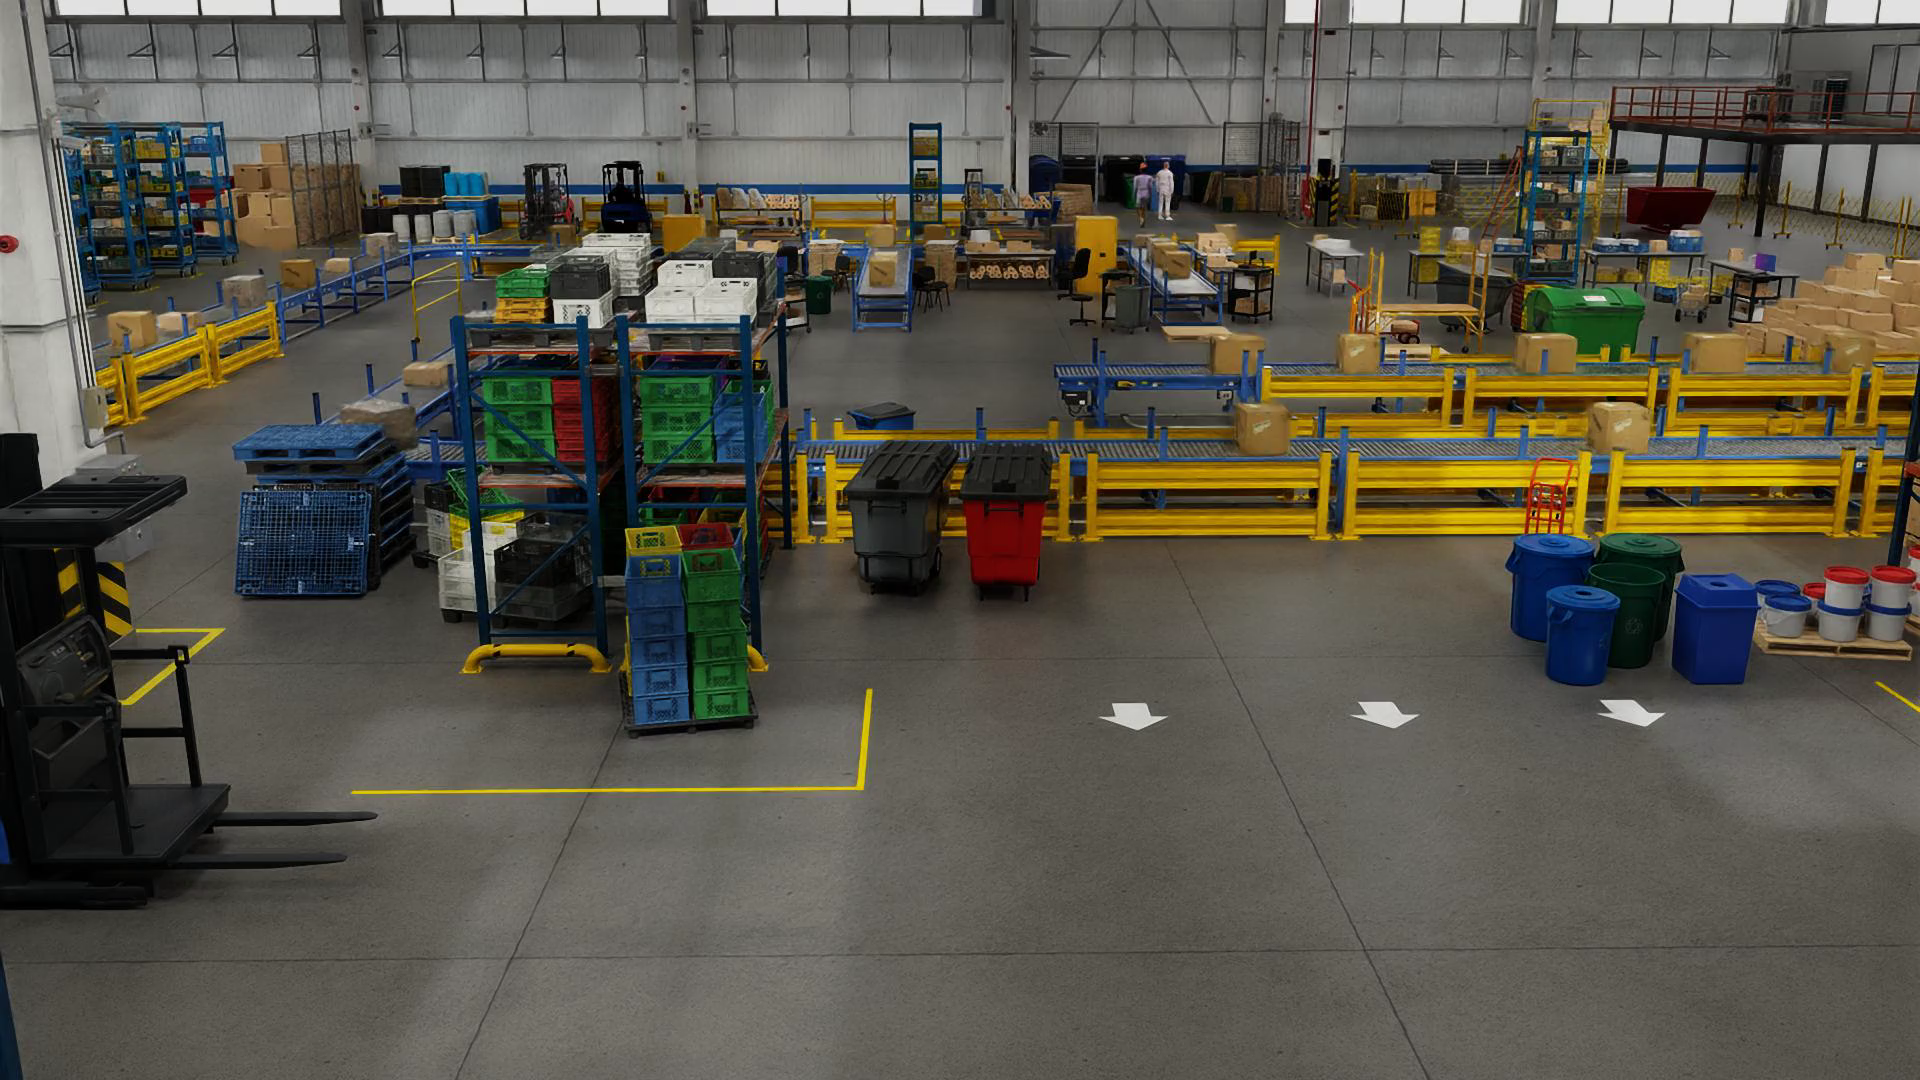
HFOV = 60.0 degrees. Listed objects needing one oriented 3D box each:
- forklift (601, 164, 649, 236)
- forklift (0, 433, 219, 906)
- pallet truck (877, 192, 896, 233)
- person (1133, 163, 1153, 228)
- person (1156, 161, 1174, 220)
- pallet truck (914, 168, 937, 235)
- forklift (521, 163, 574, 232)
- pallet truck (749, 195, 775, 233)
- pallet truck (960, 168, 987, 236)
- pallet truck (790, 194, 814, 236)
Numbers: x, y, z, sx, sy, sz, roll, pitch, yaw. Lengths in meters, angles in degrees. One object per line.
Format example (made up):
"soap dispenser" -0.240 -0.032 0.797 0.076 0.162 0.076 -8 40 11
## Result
"forklift" -9.948 -10.127 49.296 1.157 1.987 2.680 -1 16 -3
"forklift" -5.952 0.780 10.366 1.873 2.768 1.129 0 16 -1
"pallet truck" -2.277 -9.986 50.594 0.653 1.274 1.630 0 16 -1
"person" 5.728 -10.774 52.061 0.619 2.020 0.759 -2 16 -7
"person" 6.773 -11.489 54.745 0.652 1.906 0.409 13 21 38
"pallet truck" -0.989 -10.316 50.507 0.823 1.965 1.885 1 16 3
"forklift" -12.233 -10.122 49.298 1.157 1.987 2.680 0 16 -1
"pallet truck" -6.051 -9.967 50.660 0.680 1.201 1.601 0 16 -1
"pallet truck" 0.383 -10.230 50.206 0.823 1.965 1.885 -1 16 -3
"pallet truck" -4.814 -9.883 50.259 0.704 1.261 1.522 -1 16 -3
